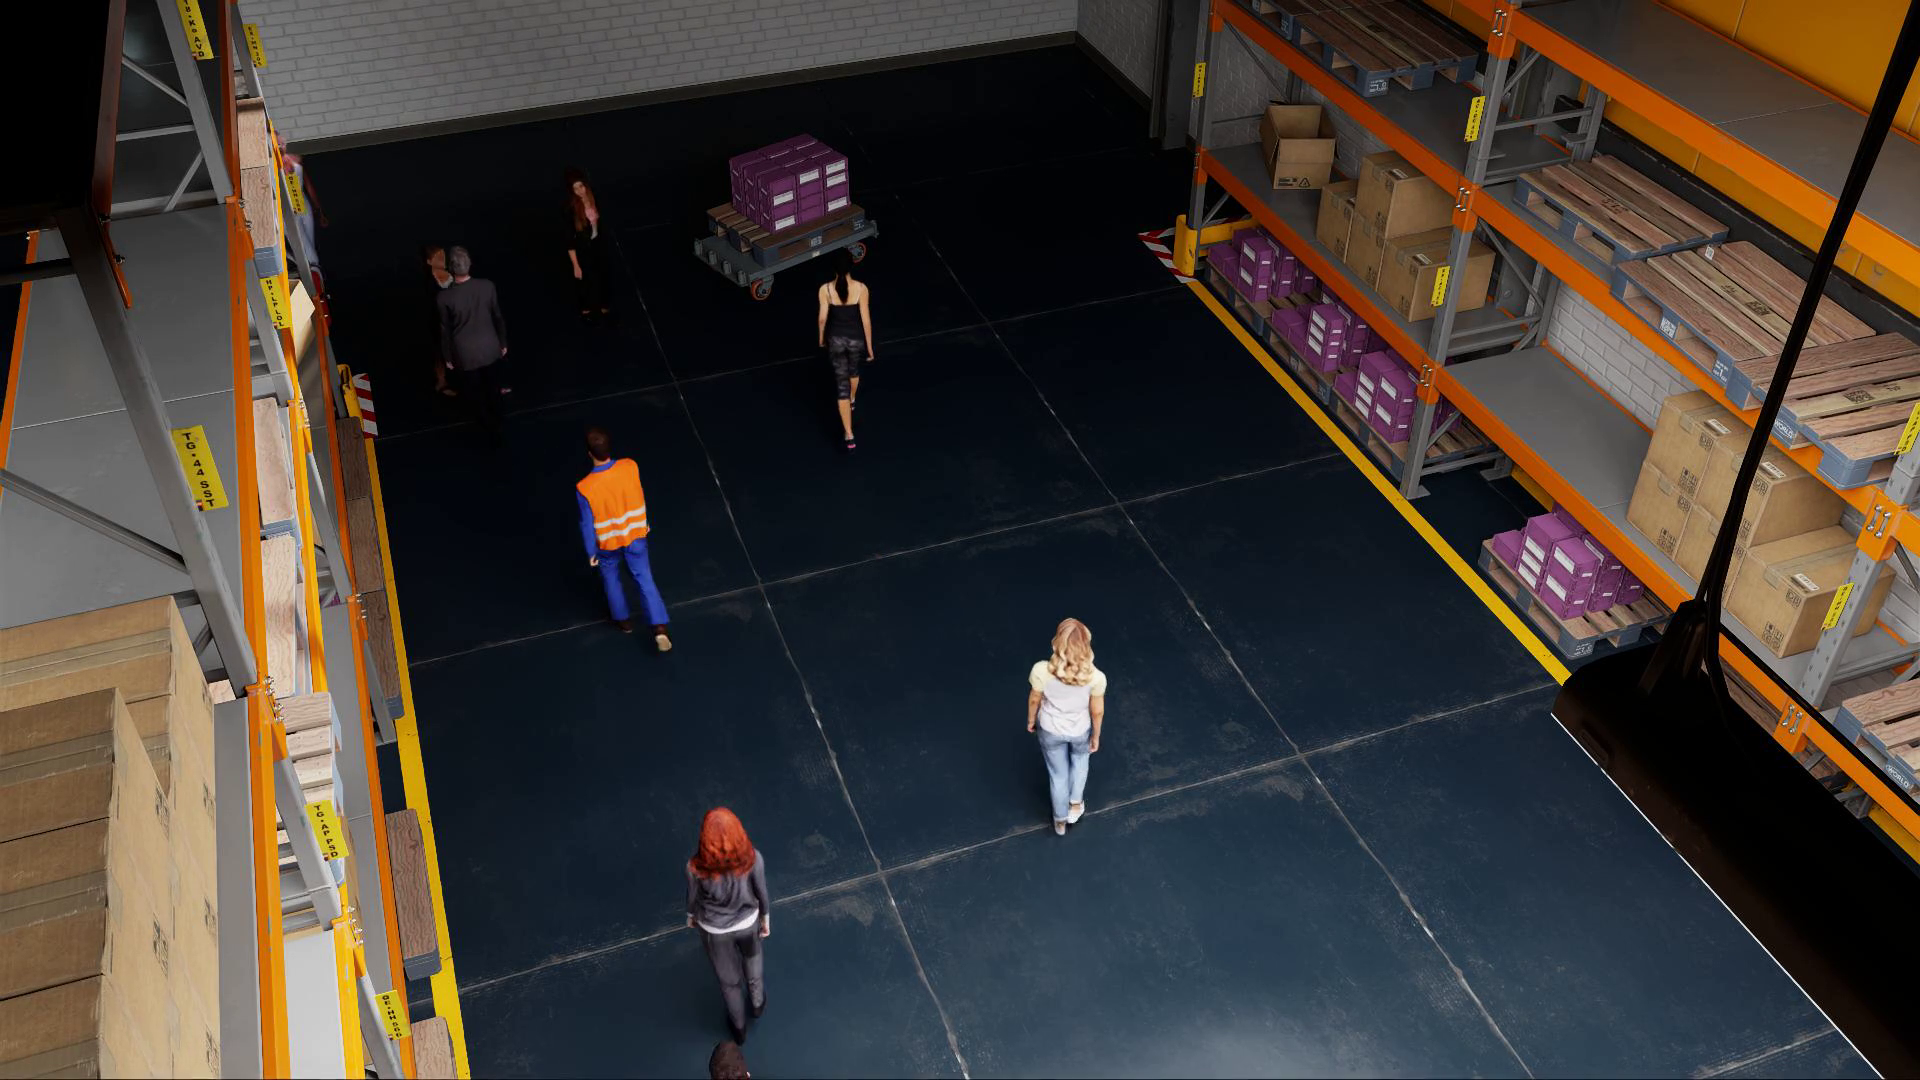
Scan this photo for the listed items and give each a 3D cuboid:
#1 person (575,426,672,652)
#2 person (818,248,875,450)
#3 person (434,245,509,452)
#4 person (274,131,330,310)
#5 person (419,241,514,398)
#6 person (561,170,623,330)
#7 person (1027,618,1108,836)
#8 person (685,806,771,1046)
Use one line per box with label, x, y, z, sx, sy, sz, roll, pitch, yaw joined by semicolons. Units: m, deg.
person;-2.342;0.031;11.645;0.838;1.843;1.119;-23;44;-26
person;-0.948;-1.552;13.758;0.787;1.679;1.201;-4;39;-6
person;-3.951;-1.532;13.617;0.885;1.824;1.016;-24;44;-27
person;-6.240;-3.010;15.511;0.853;1.769;0.779;21;43;25
person;-4.469;-1.874;14.288;1.010;1.521;0.938;16;41;19
person;-3.423;-2.665;15.153;0.829;1.676;0.763;23;44;26
person;0.649;1.225;10.252;0.721;1.714;0.741;1;39;1
person;-1.231;2.163;9.036;0.592;1.766;0.572;-12;40;-15
